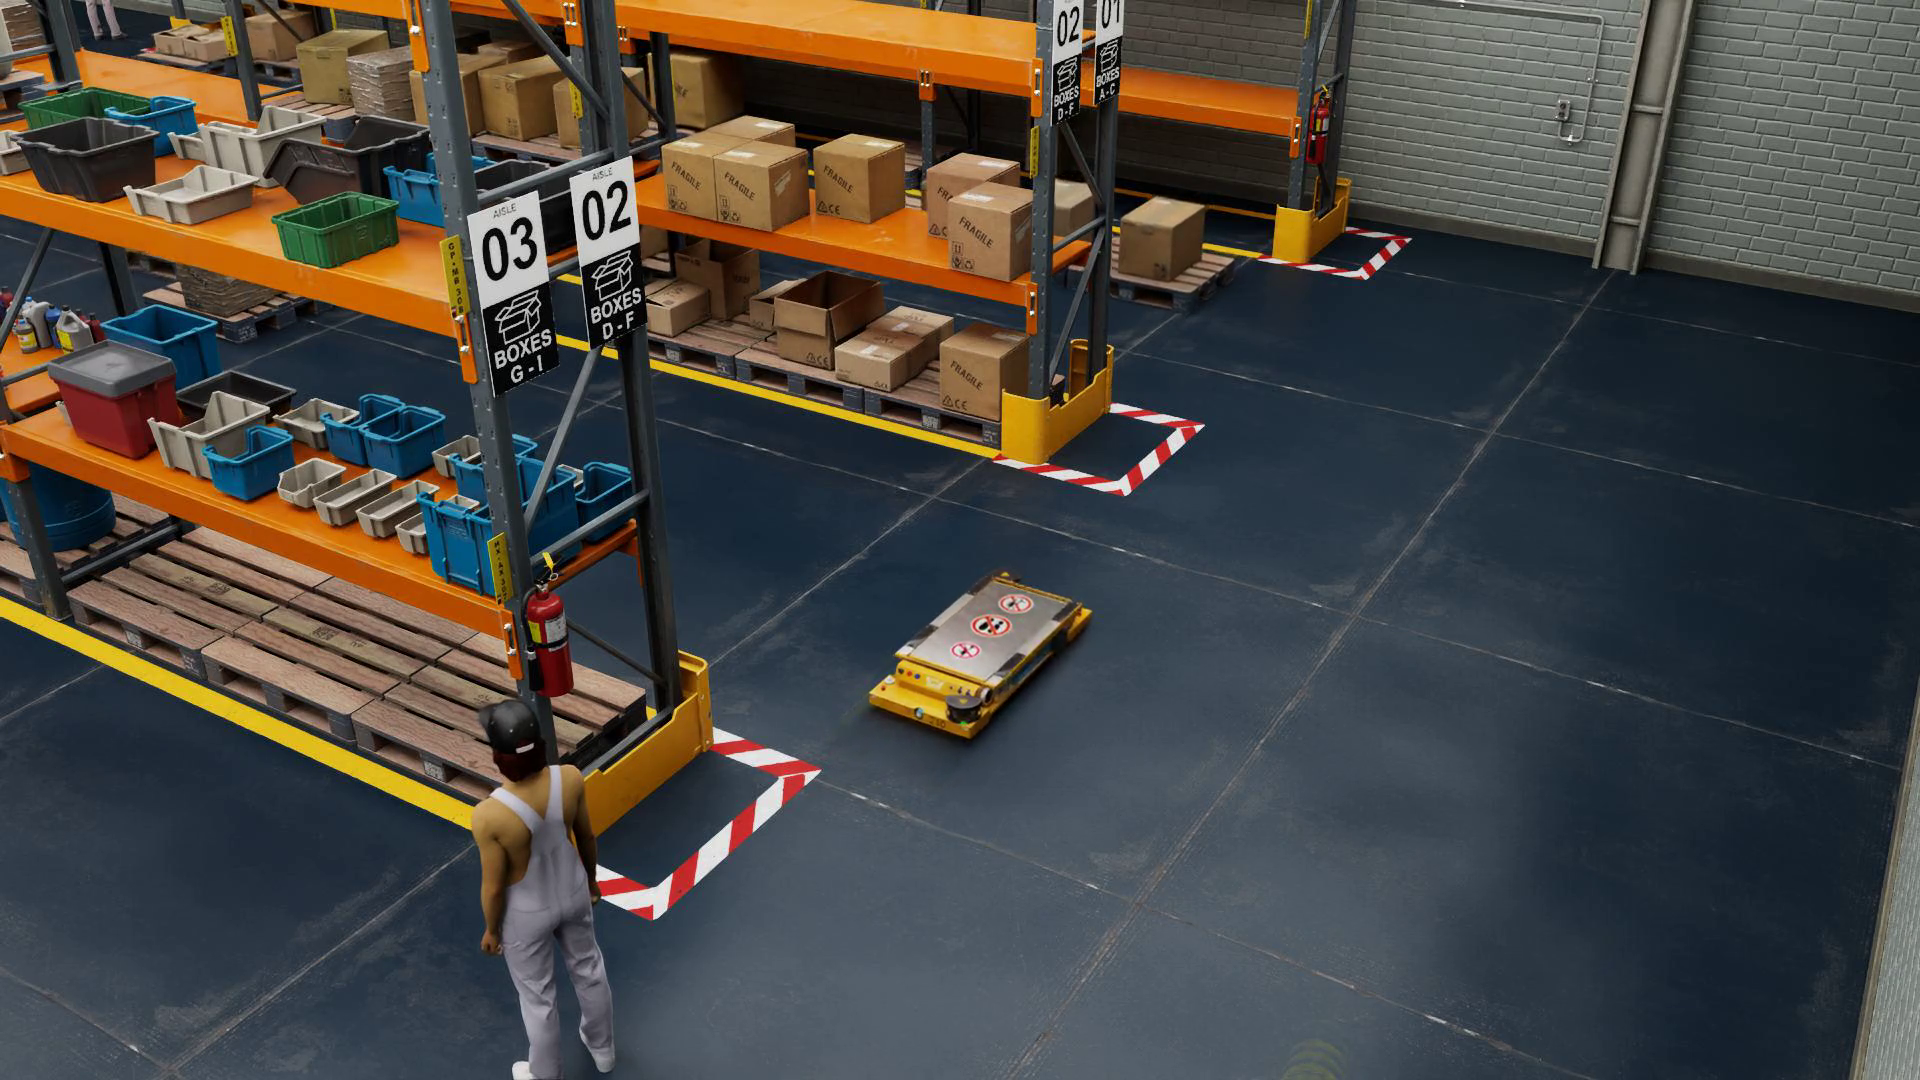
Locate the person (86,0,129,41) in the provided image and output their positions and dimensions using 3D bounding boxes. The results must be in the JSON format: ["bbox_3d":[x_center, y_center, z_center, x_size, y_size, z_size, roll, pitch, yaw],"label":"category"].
[{"bbox_3d":[-12.116,-7.916,23.223,0.568,1.837,0.379,1,29,2],"label":"person"}]

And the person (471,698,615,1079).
[{"bbox_3d":[-1.643,1.398,6.489,0.512,1.863,0.376,-25,38,-37],"label":"person"}]

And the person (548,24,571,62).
[{"bbox_3d":[-4.009,-4.481,17.215,0.532,1.690,0.322,12,31,21],"label":"person"}]

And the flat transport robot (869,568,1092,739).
[{"bbox_3d":[0.144,0.621,9.519,0.659,0.231,1.431,16,33,27],"label":"flat transport robot"}]
